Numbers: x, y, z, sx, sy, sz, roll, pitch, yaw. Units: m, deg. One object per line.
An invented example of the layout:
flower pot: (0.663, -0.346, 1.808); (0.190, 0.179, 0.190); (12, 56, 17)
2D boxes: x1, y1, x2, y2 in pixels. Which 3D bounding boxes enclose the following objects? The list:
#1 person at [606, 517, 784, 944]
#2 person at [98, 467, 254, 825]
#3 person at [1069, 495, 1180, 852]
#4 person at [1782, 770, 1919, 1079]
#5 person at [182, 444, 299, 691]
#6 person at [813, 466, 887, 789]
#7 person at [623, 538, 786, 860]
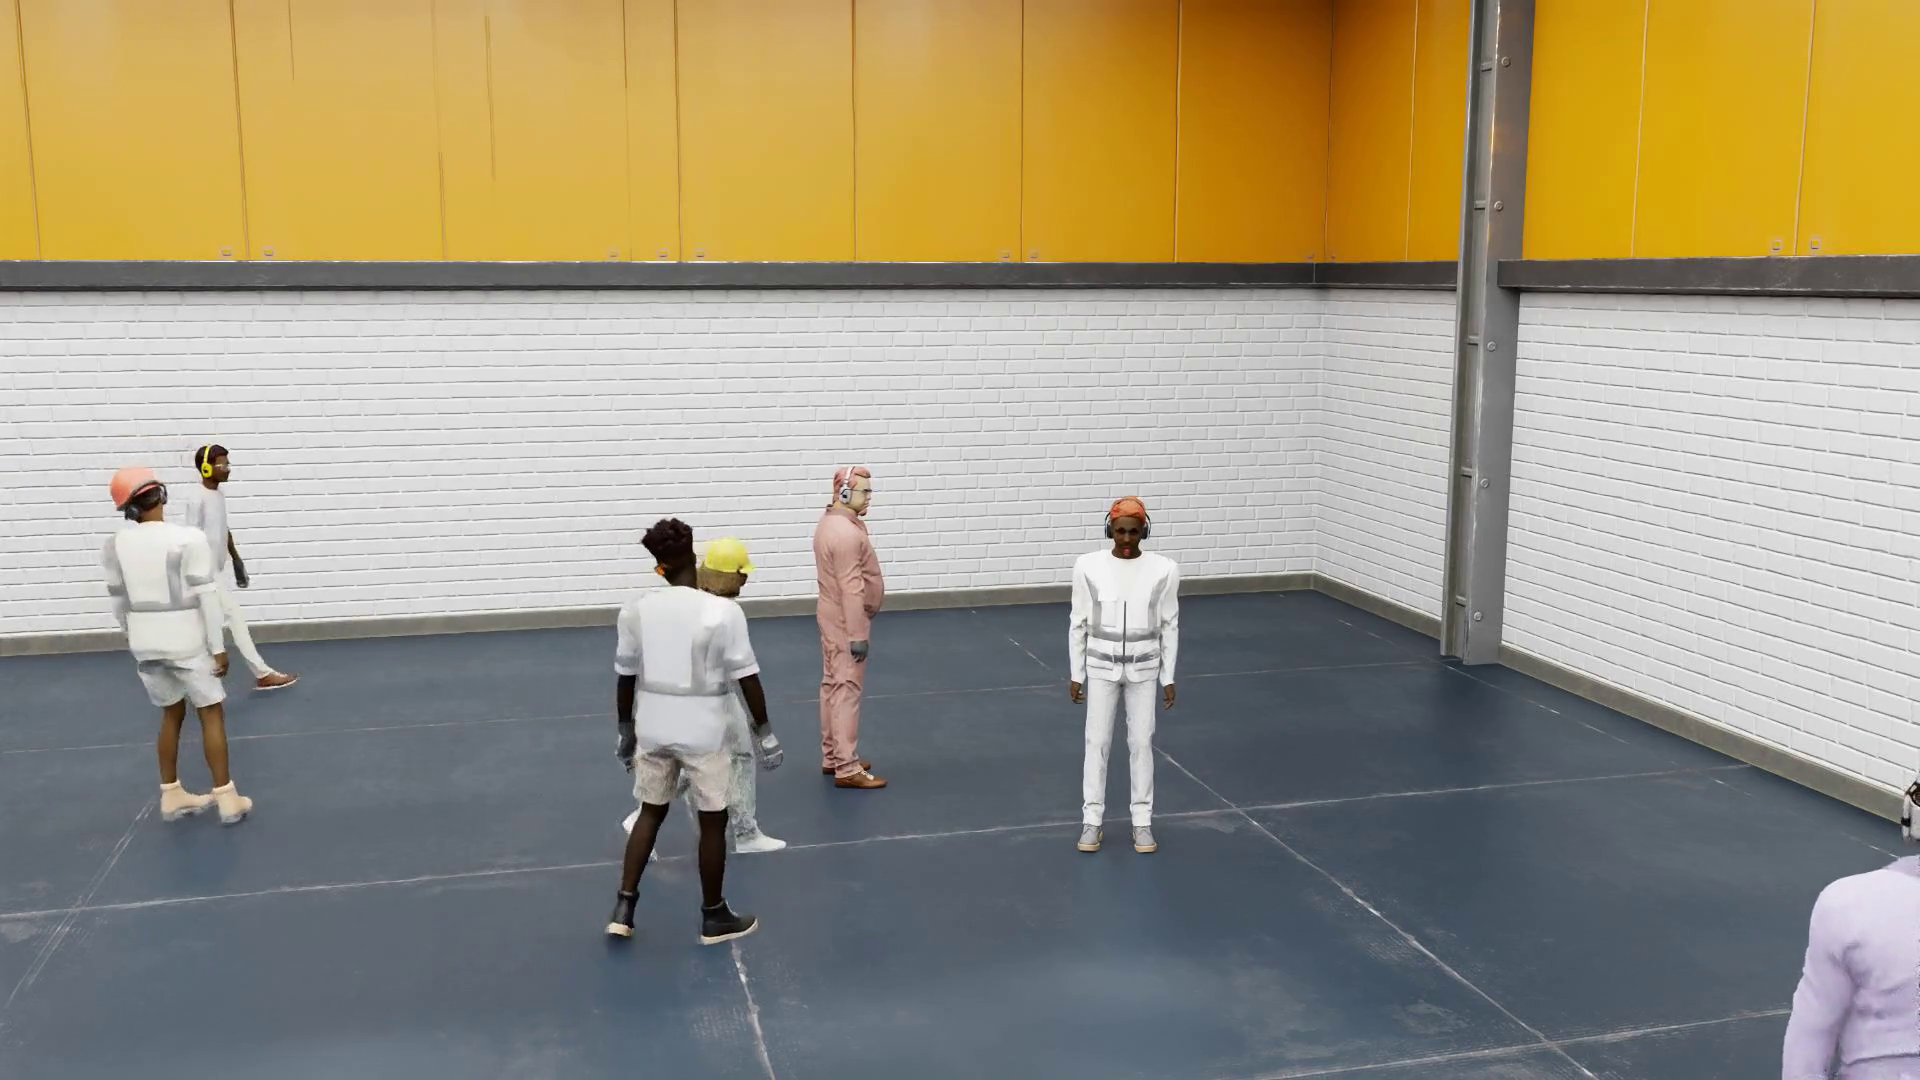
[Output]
person: (-1.224, 0.885, 7.436); (0.794, 1.947, 0.491); (4, 10, 22)
person: (-4.339, 0.590, 9.171); (0.741, 1.977, 0.368); (1, 9, 6)
person: (0.855, 0.702, 8.721); (0.573, 1.887, 0.356); (1, 9, 4)
person: (2.396, 1.446, 4.117); (0.660, 1.880, 0.881); (2, 9, 13)
person: (-5.404, 0.211, 12.036); (1.029, 1.816, 0.539); (-1, 9, -9)
person: (-0.648, 0.510, 9.875); (0.402, 1.904, 0.638); (-2, 9, -15)
person: (-1.318, 0.822, 8.517); (0.786, 1.705, 0.496); (-4, 10, -21)
